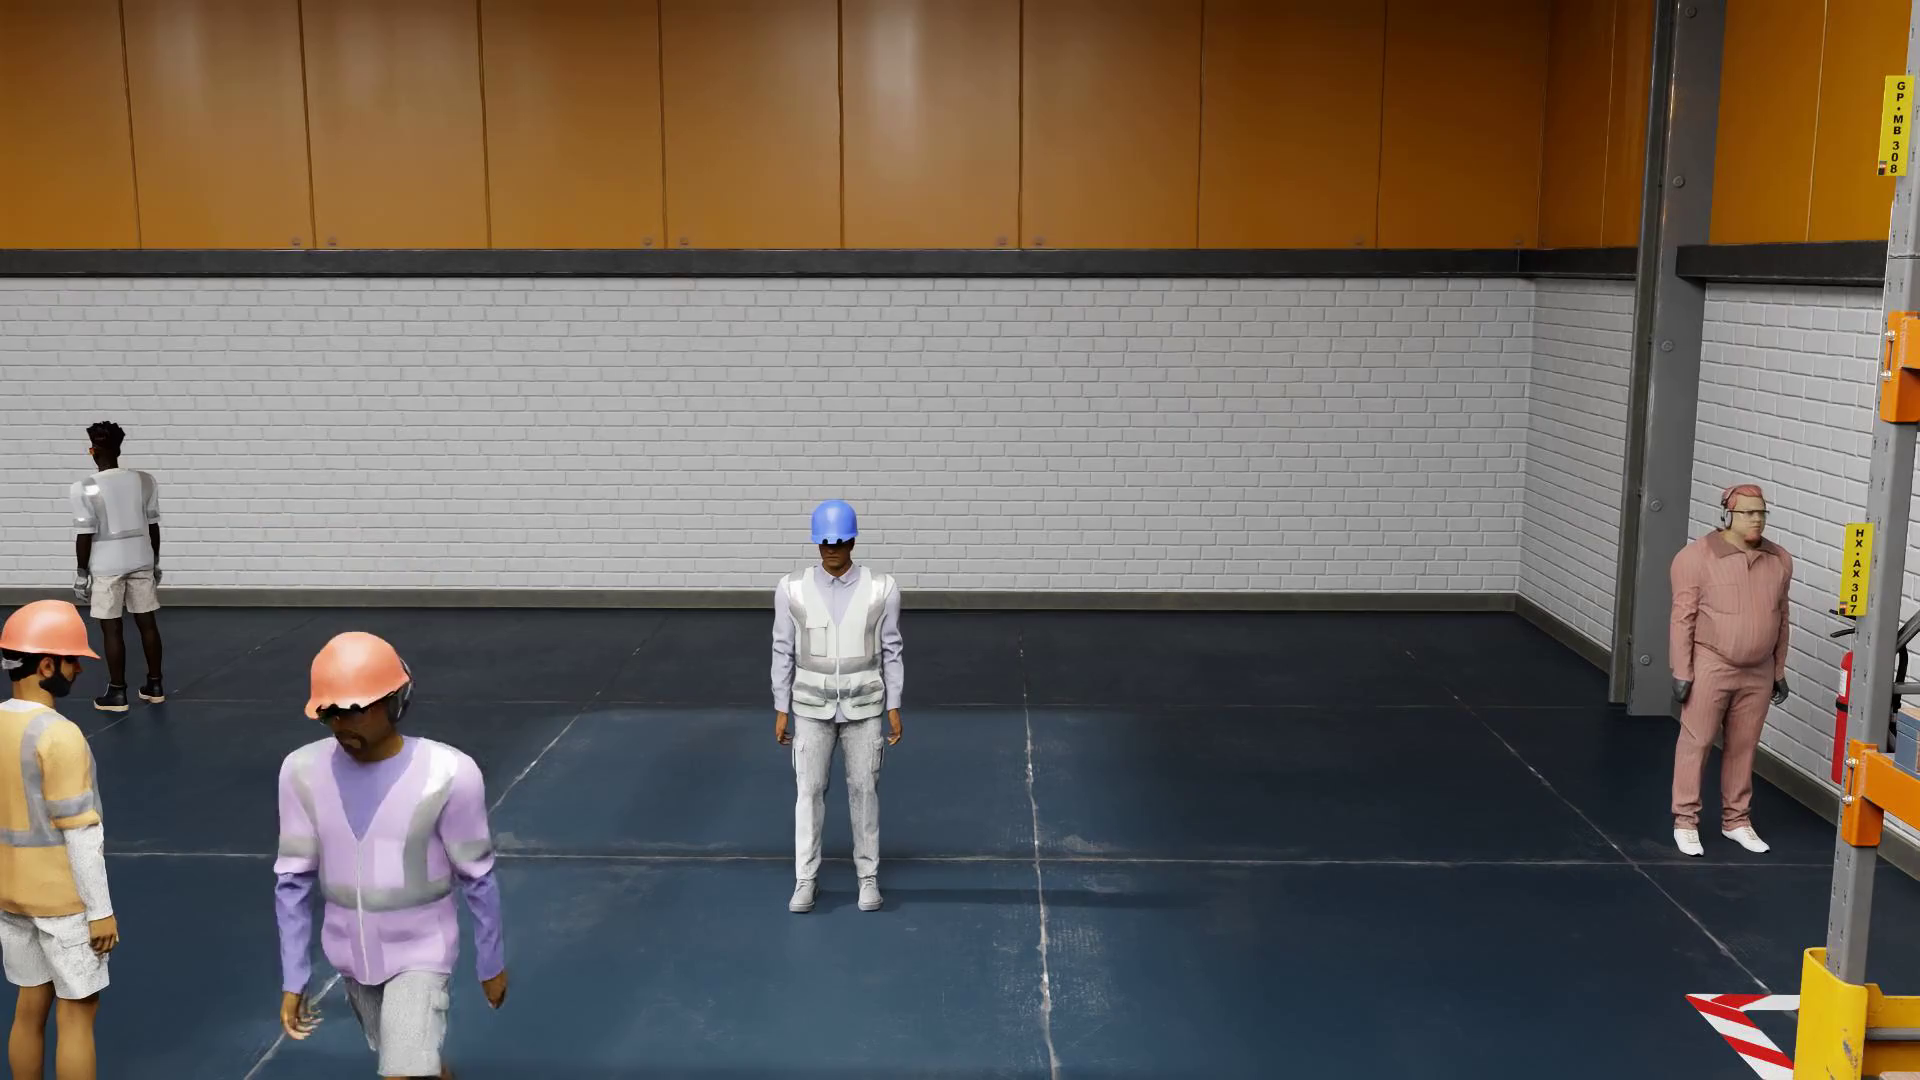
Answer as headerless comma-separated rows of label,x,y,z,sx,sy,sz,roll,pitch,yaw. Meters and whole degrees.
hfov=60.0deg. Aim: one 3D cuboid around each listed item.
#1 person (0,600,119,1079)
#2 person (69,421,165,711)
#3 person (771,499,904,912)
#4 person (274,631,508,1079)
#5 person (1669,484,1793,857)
person,-2.982,1.153,5.508,0.542,1.927,0.374,5,11,29
person,-5.692,0.174,11.252,0.368,1.966,0.600,7,11,34
person,-0.568,0.770,7.737,0.617,1.946,0.397,-1,9,-3
person,-1.692,1.227,4.930,0.599,1.979,1.103,2,10,11
person,3.942,0.662,8.497,0.643,1.913,0.410,-1,10,-8
